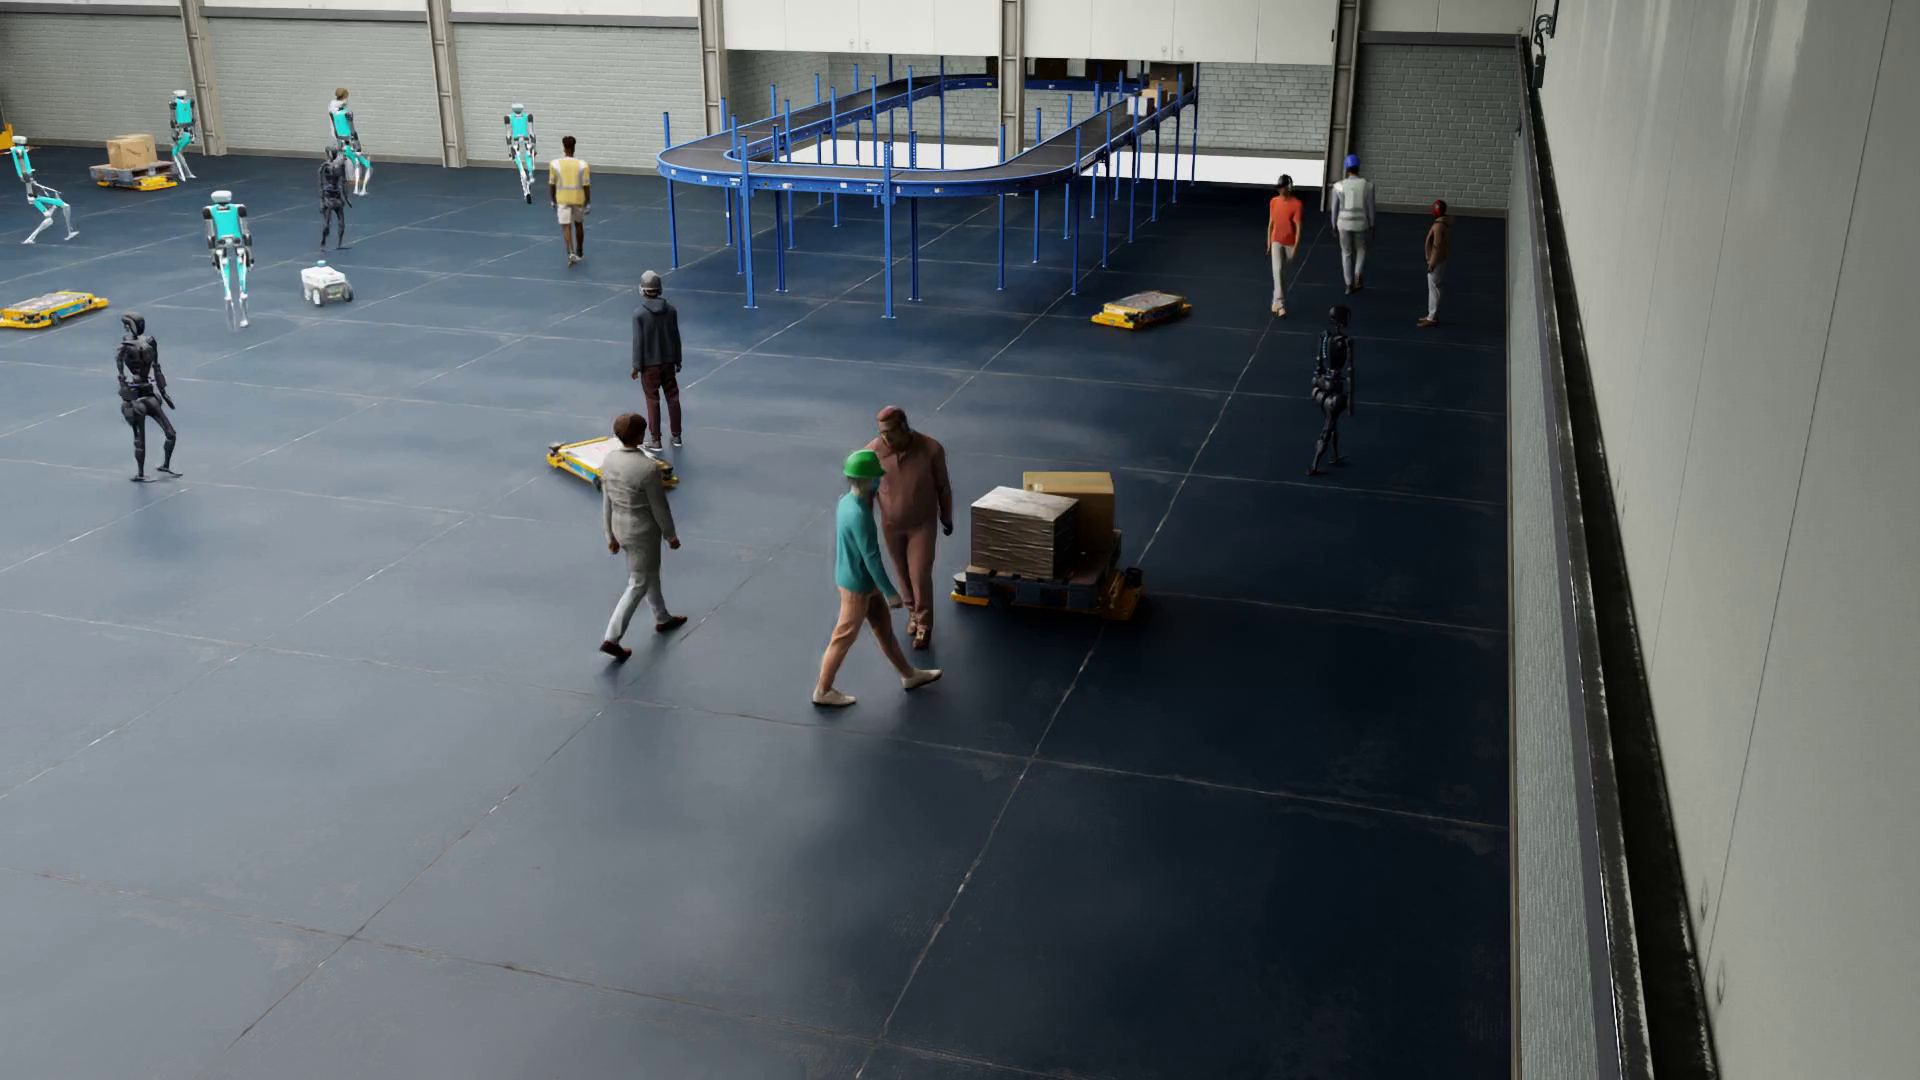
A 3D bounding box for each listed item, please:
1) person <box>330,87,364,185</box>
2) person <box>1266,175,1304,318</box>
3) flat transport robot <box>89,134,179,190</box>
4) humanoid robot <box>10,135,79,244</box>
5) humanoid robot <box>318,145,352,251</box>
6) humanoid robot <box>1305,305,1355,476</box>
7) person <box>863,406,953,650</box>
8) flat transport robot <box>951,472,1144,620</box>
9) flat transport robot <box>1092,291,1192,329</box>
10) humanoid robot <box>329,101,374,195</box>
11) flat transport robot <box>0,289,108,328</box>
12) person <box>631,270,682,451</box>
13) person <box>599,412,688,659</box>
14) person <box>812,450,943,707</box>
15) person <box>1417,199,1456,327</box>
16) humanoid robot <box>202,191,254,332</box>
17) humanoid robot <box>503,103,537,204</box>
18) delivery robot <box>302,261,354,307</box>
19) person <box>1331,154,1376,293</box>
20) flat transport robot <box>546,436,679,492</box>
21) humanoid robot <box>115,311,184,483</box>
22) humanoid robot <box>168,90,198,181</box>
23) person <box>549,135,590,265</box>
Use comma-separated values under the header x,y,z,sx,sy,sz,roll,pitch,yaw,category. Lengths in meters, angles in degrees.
x,y,z,sx,sy,sz,roll,pitch,yaw,category
-11.950,-7.786,32.134,0.666,1.892,0.668,-16,26,-35,person
4.289,-3.893,22.052,0.457,1.857,0.877,4,22,11,person
-15.947,-6.959,32.226,1.431,0.231,0.659,10,23,24,flat transport robot
-14.738,-5.639,26.830,1.034,1.779,0.536,-12,24,-28,humanoid robot
-9.921,-5.392,26.216,0.464,1.646,0.610,10,23,25,humanoid robot
3.629,-1.453,16.011,0.648,1.633,0.589,-10,23,-24,humanoid robot
-0.406,-0.117,12.278,0.666,1.855,0.695,3,21,9,person
0.699,0.370,13.219,1.431,0.231,0.659,6,22,15,flat transport robot
2.434,-3.064,22.124,0.659,0.231,1.431,16,26,36,flat transport robot
-11.346,-7.345,31.207,0.535,1.796,0.735,10,23,25,humanoid robot
-12.120,-3.073,22.147,0.659,0.231,1.431,4,21,10,flat transport robot
-3.046,-1.799,16.696,0.550,1.811,0.372,-15,26,-35,person
-2.398,-0.046,12.193,0.516,1.796,0.929,15,26,34,person
-0.599,0.277,11.299,0.958,1.823,0.529,-2,21,-6,person
6.181,-3.588,21.559,0.338,1.651,0.455,8,23,21,person
-9.344,-3.499,21.337,0.538,1.880,0.667,-6,22,-15,humanoid robot
-7.973,-7.050,30.457,0.544,1.771,0.933,-8,23,-21,humanoid robot
-8.776,-3.545,22.985,0.795,0.602,0.499,20,29,41,delivery robot
5.518,-4.432,23.376,0.627,1.920,0.450,5,22,13,person
-3.370,-0.724,16.055,0.659,0.231,1.431,-17,27,-37,flat transport robot
-7.717,-1.347,15.720,0.505,1.641,0.584,5,22,12,humanoid robot
-15.427,-7.997,32.830,0.727,1.757,0.530,12,24,28,humanoid robot
-5.900,-5.155,25.238,0.606,1.935,0.914,-6,22,-15,person
